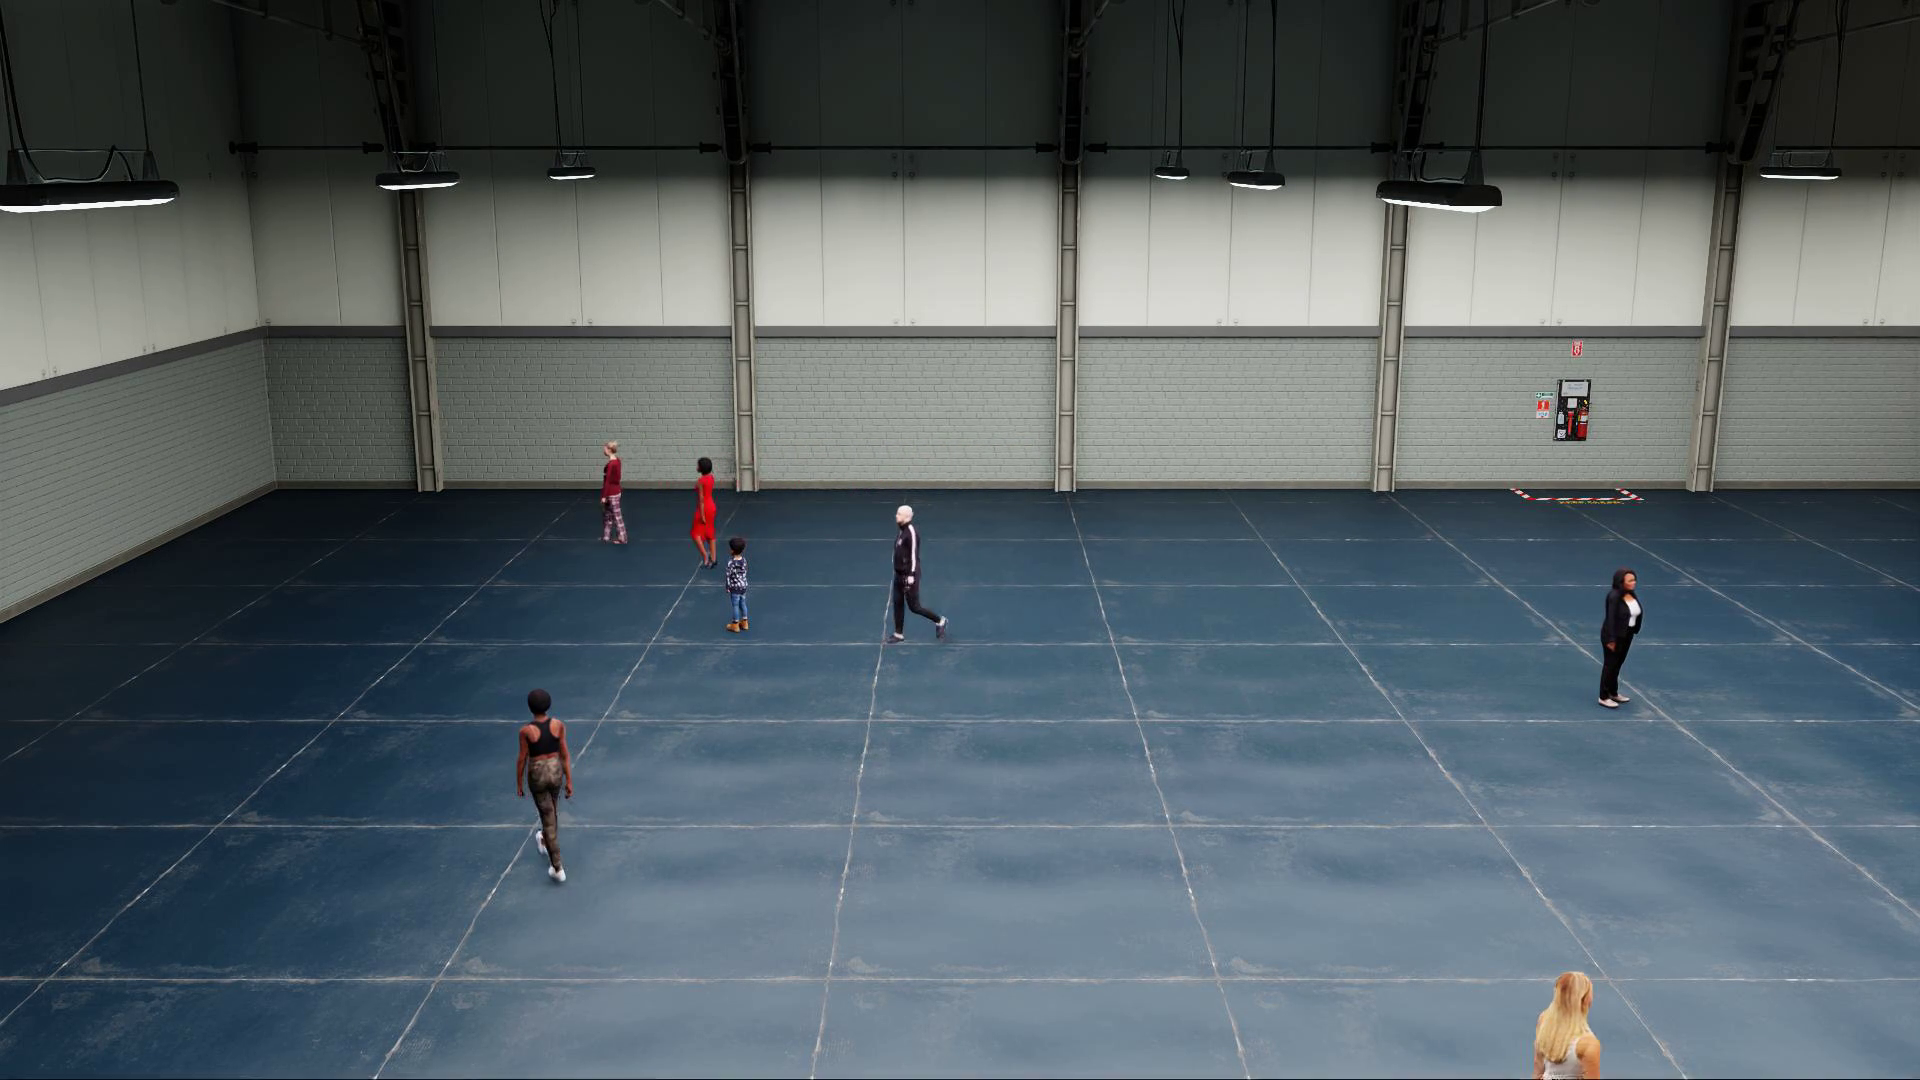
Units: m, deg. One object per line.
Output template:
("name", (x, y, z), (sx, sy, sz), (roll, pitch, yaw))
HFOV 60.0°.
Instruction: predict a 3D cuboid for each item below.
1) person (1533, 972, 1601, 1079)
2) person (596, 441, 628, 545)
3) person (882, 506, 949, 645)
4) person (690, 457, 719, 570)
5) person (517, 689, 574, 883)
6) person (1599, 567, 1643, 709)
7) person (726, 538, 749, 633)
("person", (3.266, 3.259, 9.304), (0.852, 1.794, 0.724), (-3, 13, -14))
("person", (-5.527, -0.755, 26.874), (0.748, 1.687, 0.648), (0, 13, 2))
("person", (-0.575, 0.463, 21.326), (1.168, 1.818, 0.913), (-5, 14, -19))
("person", (-3.774, -0.388, 25.188), (0.715, 1.733, 0.673), (5, 14, 21))
("person", (-3.555, 2.150, 14.408), (1.113, 1.651, 1.036), (-8, 15, -31))
("person", (7.519, 1.098, 19.029), (0.756, 1.617, 0.817), (-13, 18, -43))
("person", (-2.953, 0.582, 22.071), (0.620, 1.248, 0.566), (11, 17, 40))
